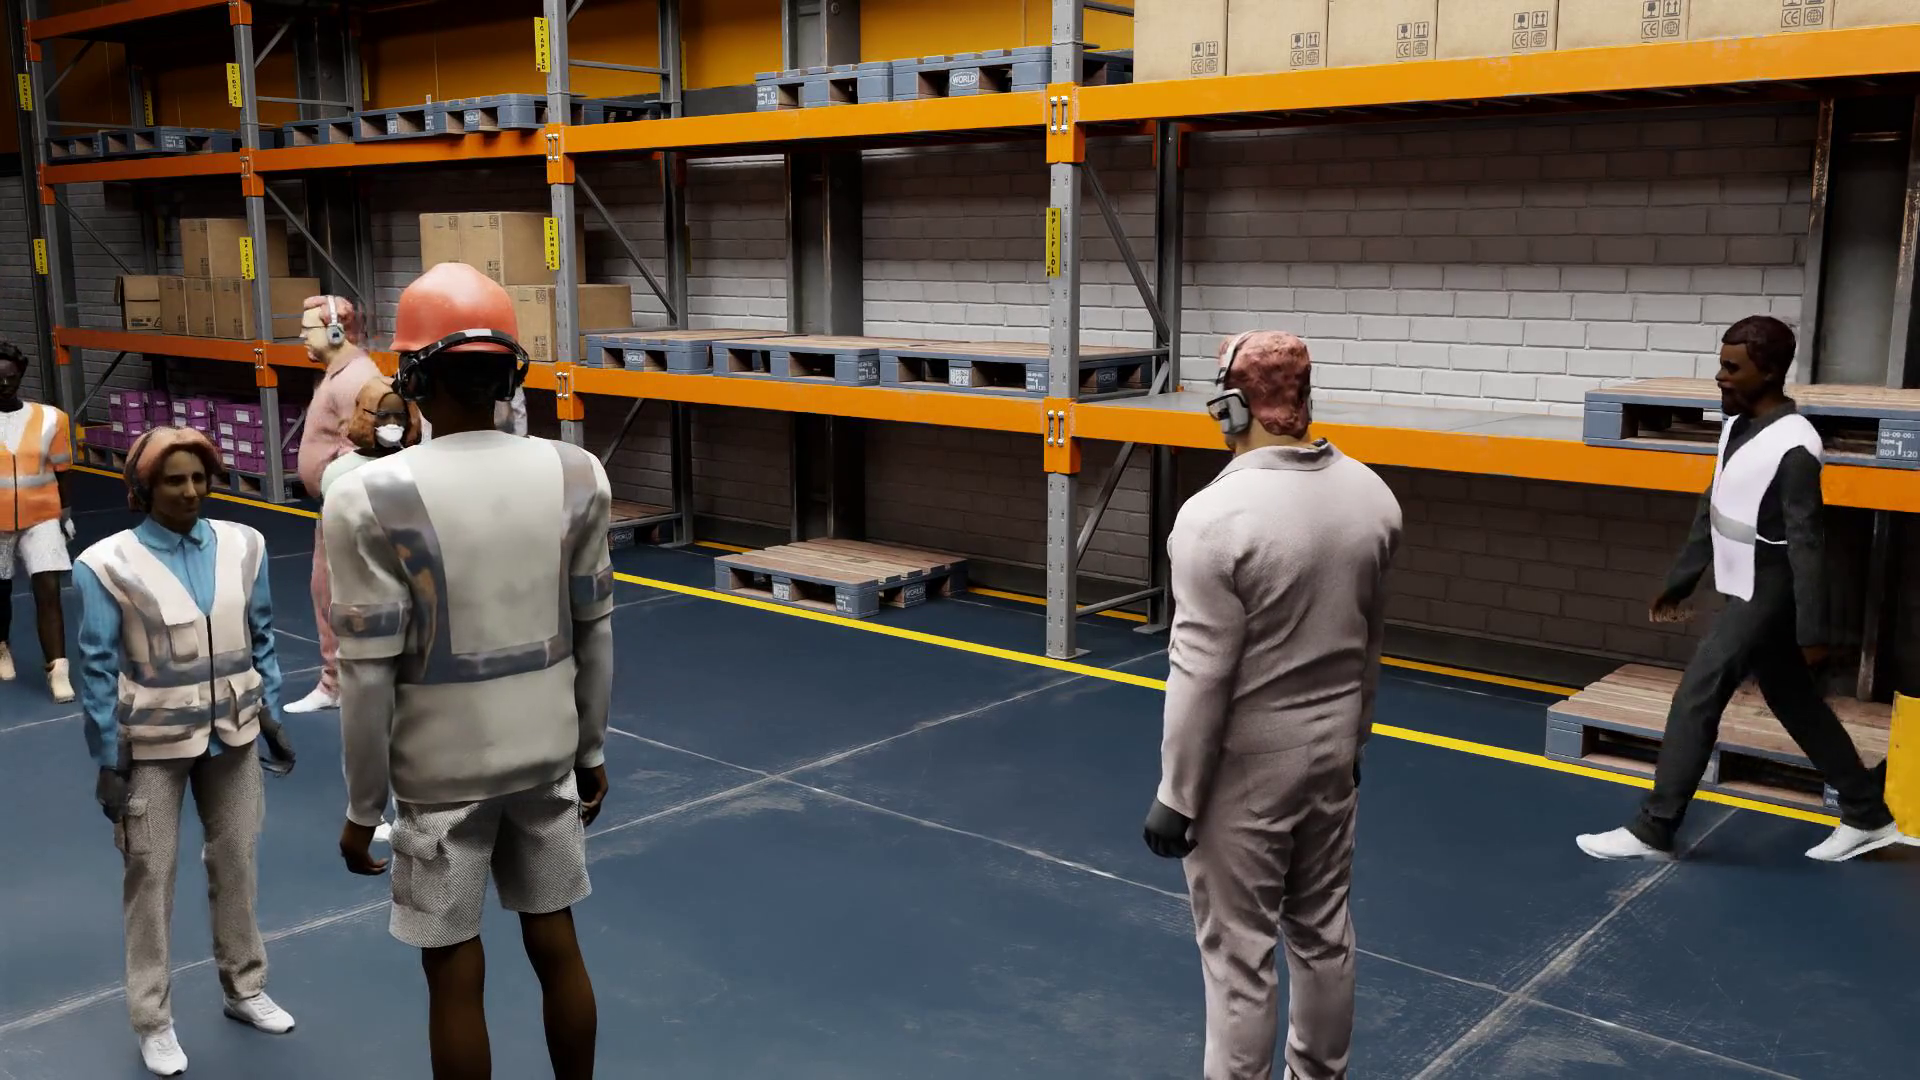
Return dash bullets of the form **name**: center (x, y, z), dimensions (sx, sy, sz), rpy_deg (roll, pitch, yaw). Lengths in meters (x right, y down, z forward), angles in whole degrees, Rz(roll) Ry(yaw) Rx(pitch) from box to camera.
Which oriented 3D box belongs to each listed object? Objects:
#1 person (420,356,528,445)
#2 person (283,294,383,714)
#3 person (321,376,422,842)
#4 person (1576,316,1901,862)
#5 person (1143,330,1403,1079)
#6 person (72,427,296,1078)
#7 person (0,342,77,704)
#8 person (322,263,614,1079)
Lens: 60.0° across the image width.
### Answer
- **person**: center (-2.877, -0.544, 9.844), dimensions (0.608, 1.816, 0.625), rpy_deg (-4, 11, -23)
- **person**: center (-2.604, -0.151, 7.411), dimensions (0.796, 1.880, 0.649), rpy_deg (-5, 11, -28)
- **person**: center (-2.023, 0.232, 5.917), dimensions (0.283, 1.631, 0.503), rpy_deg (5, 11, 27)
- **person**: center (2.691, 0.191, 5.523), dimensions (1.037, 1.868, 0.575), rpy_deg (2, 10, 14)
- **person**: center (0.659, 0.491, 3.689), dimensions (0.639, 1.902, 0.406), rpy_deg (-8, 12, -37)
- **person**: center (-1.966, 0.529, 4.252), dimensions (0.317, 1.639, 0.531), rpy_deg (7, 12, 34)
- **person**: center (-4.418, -0.100, 7.760), dimensions (0.539, 1.653, 0.847), rpy_deg (-7, 12, -33)
- **person**: center (-1.010, 0.456, 3.476), dimensions (0.607, 2.044, 0.379), rpy_deg (-9, 14, -43)
